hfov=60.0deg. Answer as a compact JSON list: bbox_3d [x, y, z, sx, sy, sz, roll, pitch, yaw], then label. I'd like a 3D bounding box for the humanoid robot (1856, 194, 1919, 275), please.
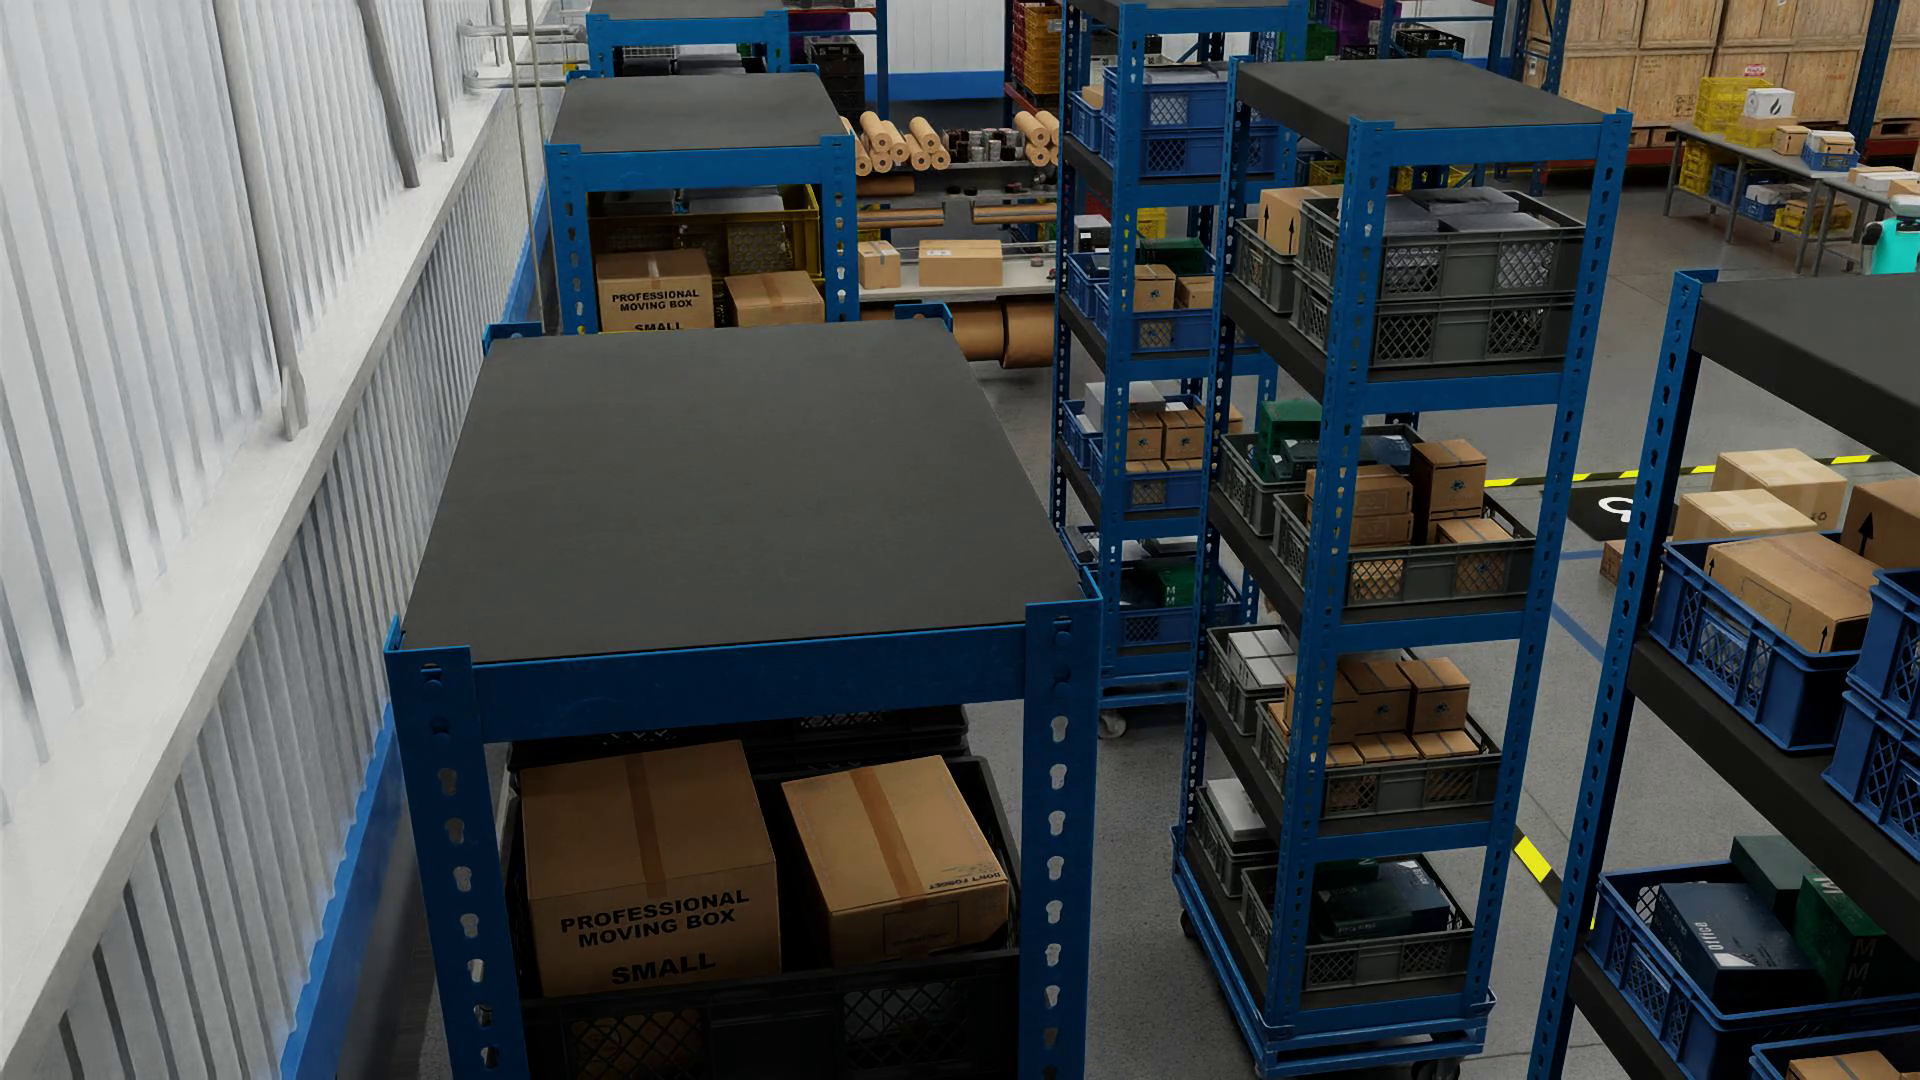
[{"bbox_3d":[6.638,-1.543,11.735,0.533,1.677,0.735,0,25,0],"label":"humanoid robot"}]

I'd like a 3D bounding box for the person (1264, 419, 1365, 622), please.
[{"bbox_3d":[1.746,0.204,7.960,0.594,1.851,0.398,-1,25,-3],"label":"person"}]
